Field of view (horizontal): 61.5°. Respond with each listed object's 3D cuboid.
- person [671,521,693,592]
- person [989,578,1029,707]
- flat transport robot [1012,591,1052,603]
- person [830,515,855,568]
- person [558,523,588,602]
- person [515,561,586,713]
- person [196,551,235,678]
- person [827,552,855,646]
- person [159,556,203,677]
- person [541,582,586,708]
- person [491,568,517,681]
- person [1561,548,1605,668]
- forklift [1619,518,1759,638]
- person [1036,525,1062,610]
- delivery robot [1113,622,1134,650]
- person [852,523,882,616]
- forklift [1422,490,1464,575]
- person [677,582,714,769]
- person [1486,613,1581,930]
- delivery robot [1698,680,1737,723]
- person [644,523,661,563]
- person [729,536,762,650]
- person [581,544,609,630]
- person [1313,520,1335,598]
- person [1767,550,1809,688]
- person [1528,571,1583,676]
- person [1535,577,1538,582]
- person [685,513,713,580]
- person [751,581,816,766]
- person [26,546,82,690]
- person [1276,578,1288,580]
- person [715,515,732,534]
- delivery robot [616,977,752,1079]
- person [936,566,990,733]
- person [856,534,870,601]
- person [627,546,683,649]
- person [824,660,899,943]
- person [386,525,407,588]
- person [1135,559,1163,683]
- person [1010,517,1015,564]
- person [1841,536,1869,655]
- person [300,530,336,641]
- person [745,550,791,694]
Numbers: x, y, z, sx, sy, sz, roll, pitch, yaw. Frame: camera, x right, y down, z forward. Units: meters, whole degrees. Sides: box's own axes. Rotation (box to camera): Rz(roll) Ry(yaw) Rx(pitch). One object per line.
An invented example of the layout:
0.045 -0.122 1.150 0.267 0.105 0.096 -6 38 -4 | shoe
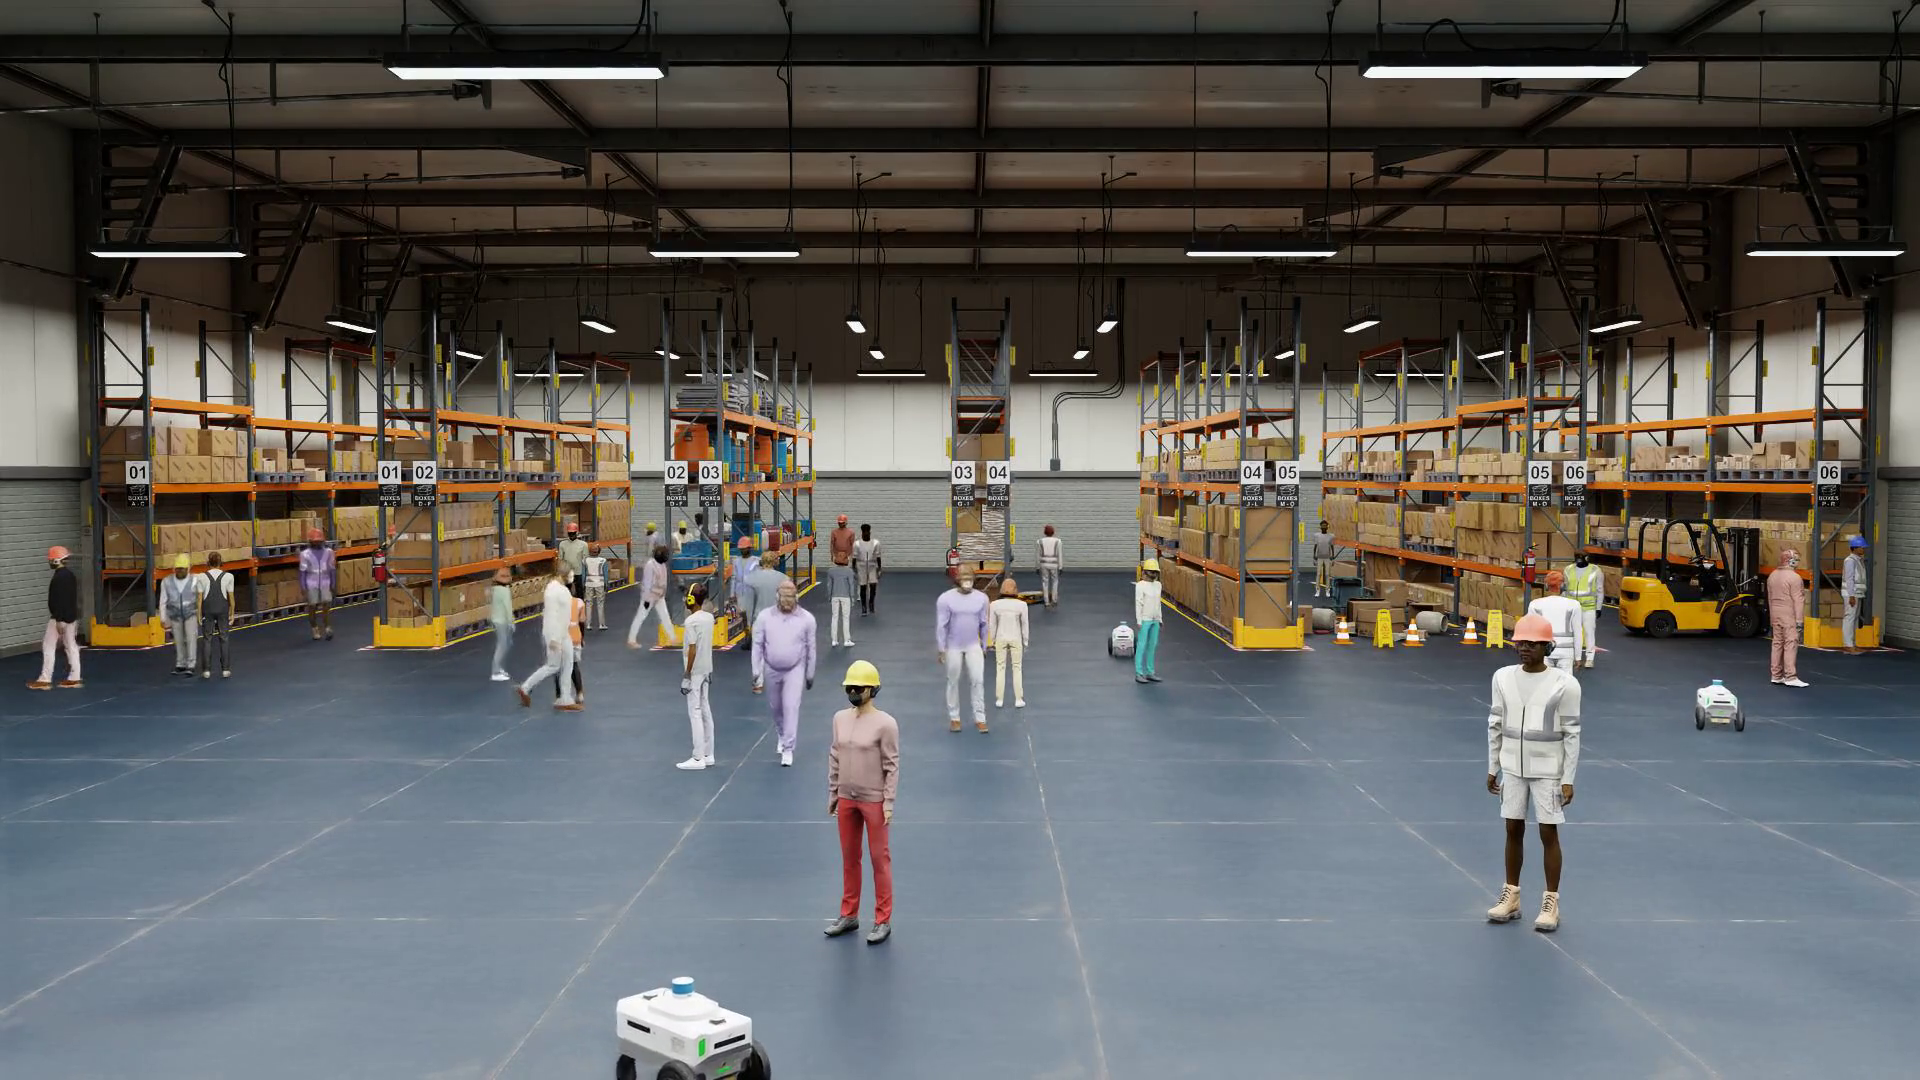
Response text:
-7.062 0.413 41.189 0.616 1.782 0.922 -1 3 -25 | person
0.623 1.306 20.544 0.507 1.633 0.274 0 2 6 | person
1.664 1.324 37.529 0.652 0.197 1.431 1 3 31 | flat transport robot
-2.902 0.365 39.855 0.609 1.988 0.392 0 2 2 | person
-7.789 0.654 32.482 0.611 1.995 0.375 0 2 -1 | person
-5.072 1.201 20.070 0.805 1.886 0.680 0 2 3 | person
-10.874 1.086 23.594 0.507 1.842 0.332 -1 3 -28 | person
-2.048 1.015 27.886 0.507 1.631 0.272 1 2 20 | person
-11.457 1.116 23.772 0.617 1.777 0.780 -1 2 -17 | person
-5.031 1.281 20.515 0.412 1.687 0.545 2 3 45 | person
-6.559 1.210 23.217 0.468 1.620 0.515 -1 3 -32 | person
9.545 1.035 24.798 0.625 1.843 0.430 2 3 40 | person
13.417 0.684 29.791 2.313 2.155 1.214 0 2 0 | forklift
1.977 0.596 35.688 0.607 1.851 0.860 0 2 10 | person
2.671 1.580 26.409 0.477 0.478 0.707 0 2 6 | delivery robot
-1.952 0.627 33.790 0.625 1.937 0.736 0 2 -3 | person
13.926 -0.371 47.846 1.873 2.768 1.129 0 2 0 | forklift
-2.662 1.360 16.270 0.315 1.870 0.533 1 2 18 | person
3.738 1.499 10.573 0.607 2.048 0.370 2 3 43 | person
8.849 1.879 18.868 0.477 0.478 0.707 1 2 17 | delivery robot
-7.701 0.449 40.445 0.405 1.780 0.662 0 2 7 | person
-3.625 0.901 27.206 0.556 1.917 0.477 1 2 21 | person
-6.953 0.898 30.765 0.521 1.639 0.311 0 2 4 | person
8.806 0.451 39.085 0.531 1.876 0.322 0 2 11 | person
11.606 1.091 22.601 0.409 1.907 0.648 0 2 -8 | person
6.610 1.286 17.932 0.574 1.887 0.355 1 3 25 | person
12.879 0.624 36.524 0.320 1.737 0.483 -1 3 -25 | person
-7.360 0.190 45.580 0.746 1.895 0.616 -1 2 -24 | person
-1.818 1.346 16.762 0.647 1.872 0.924 0 2 4 | person
-12.507 1.071 22.305 0.630 1.982 0.632 0 2 -7 | person
9.149 0.158 45.661 0.352 1.941 0.543 1 3 32 | person
-6.861 0.146 46.919 0.528 1.864 0.315 0 2 -5 | person
-1.315 2.325 7.657 0.707 0.478 0.477 2 3 43 | delivery robot
0.055 1.260 18.394 0.655 1.907 0.858 -1 2 -13 | person
-2.208 0.612 37.928 0.514 1.642 0.314 0 2 -7 | person
-5.166 0.981 27.474 1.089 1.740 0.638 1 2 15 | person
-0.625 1.648 10.276 0.525 1.772 0.309 1 3 33 | person
-12.096 0.626 34.606 0.561 1.897 0.983 0 2 -12 | person
2.711 1.145 22.992 0.533 1.765 0.330 -2 3 -43 | person
1.318 0.163 45.757 0.555 1.919 0.396 -2 3 -43 | person
14.773 0.908 26.664 0.392 1.949 0.602 2 3 40 | person
-11.389 0.813 28.685 0.621 1.976 1.056 -1 3 -30 | person
-2.599 1.108 21.877 0.624 1.934 0.360 -1 2 -22 | person
